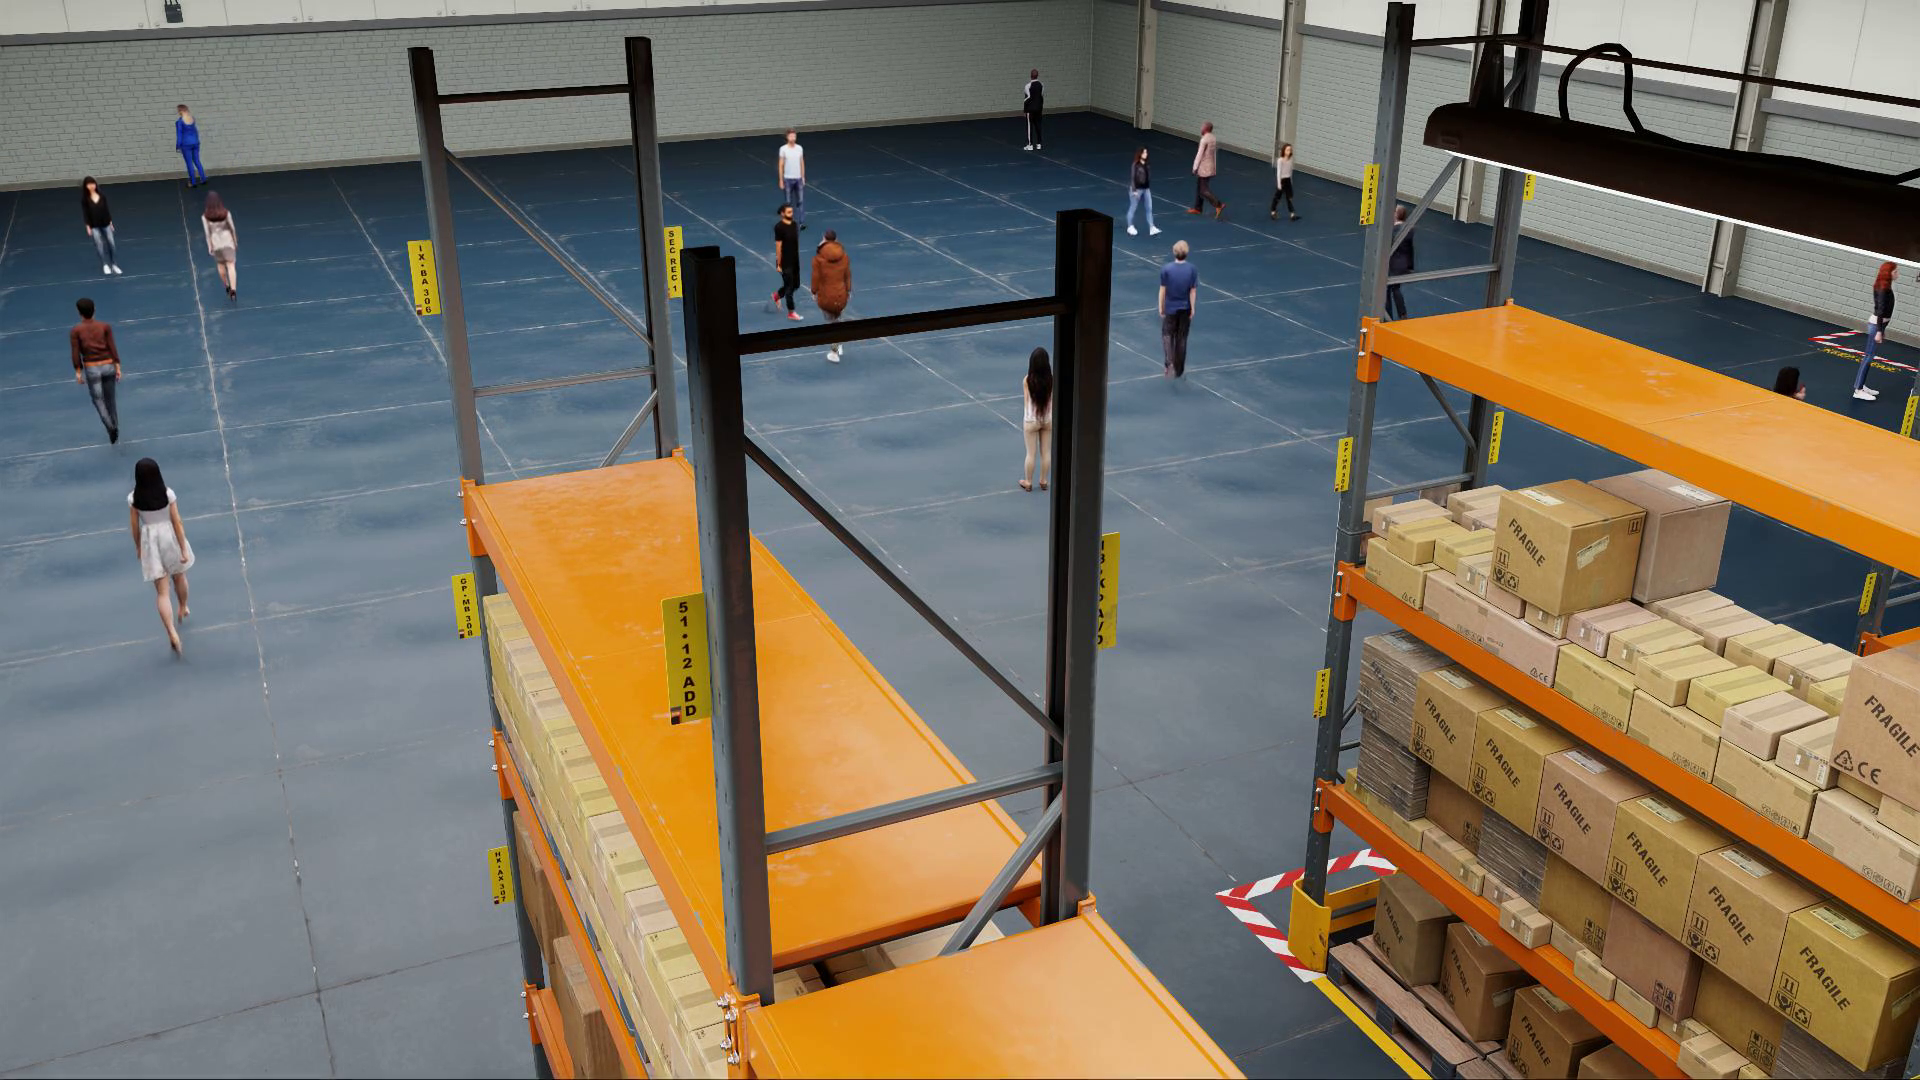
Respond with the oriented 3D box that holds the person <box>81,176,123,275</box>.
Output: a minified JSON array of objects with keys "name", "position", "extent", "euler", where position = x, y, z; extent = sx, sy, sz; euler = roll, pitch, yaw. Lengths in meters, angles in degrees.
[{"name":"person","position":[-14.317,-5.230,27.620],"extent":[0.697,1.632,0.783],"euler":[-19,29,-37]}]

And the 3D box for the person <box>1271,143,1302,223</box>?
[{"name":"person","position":[6.062,-6.736,31.408],"extent":[0.588,1.441,0.980],"euler":[-13,26,-27]}]

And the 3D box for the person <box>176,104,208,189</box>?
[{"name":"person","position":[-15.877,-8.139,34.380],"extent":[0.805,1.696,0.742],"euler":[8,24,19]}]

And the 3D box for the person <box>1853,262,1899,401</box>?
[{"name":"person","position":[11.863,-2.716,21.511],"extent":[0.691,1.787,0.664],"euler":[16,28,32]}]

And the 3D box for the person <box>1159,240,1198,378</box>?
[{"name":"person","position":[2.917,-3.039,22.183],"extent":[0.853,1.855,0.943],"euler":[1,23,2]}]

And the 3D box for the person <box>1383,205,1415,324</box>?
[{"name":"person","position":[6.459,-4.015,24.543],"extent":[0.694,1.803,0.672],"euler":[-10,25,-22]}]

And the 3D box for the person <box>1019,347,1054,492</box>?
[{"name":"person","position":[0.879,-1.323,18.406],"extent":[0.626,1.653,0.567],"euler":[-10,25,-23]}]

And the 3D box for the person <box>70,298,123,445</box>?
[{"name":"person","position":[-10.223,-1.980,19.815],"extent":[0.790,1.760,1.045],"euler":[-16,28,-34]}]

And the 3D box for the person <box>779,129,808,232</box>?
[{"name":"person","position":[-3.117,-6.622,30.651],"extent":[0.766,1.822,1.176],"euler":[-7,24,-15]}]

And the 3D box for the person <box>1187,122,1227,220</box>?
[{"name":"person","position":[4.738,-7.012,31.623],"extent":[1.213,1.778,1.048],"euler":[14,27,30]}]

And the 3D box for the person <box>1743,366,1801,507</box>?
[{"name":"person","position":[8.648,-1.049,17.782],"extent":[0.790,1.636,0.800],"euler":[-1,23,-3]}]

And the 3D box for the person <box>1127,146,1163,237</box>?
[{"name":"person","position":[3.224,-6.353,30.291],"extent":[0.774,1.608,1.056],"euler":[-15,27,-32]}]

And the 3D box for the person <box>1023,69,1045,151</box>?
[{"name":"person","position":[1.718,-9.986,38.553],"extent":[0.645,1.828,0.526],"euler":[-10,25,-23]}]

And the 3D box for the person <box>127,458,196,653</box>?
[{"name":"person","position":[-7.101,0.174,14.807],"extent":[0.675,1.715,1.212],"euler":[-8,24,-19]}]

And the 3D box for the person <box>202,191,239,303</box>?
[{"name":"person","position":[-11.436,-4.515,25.847],"extent":[0.655,1.704,1.135],"euler":[-8,24,-19]}]

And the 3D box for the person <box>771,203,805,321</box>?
[{"name":"person","position":[-2.648,-4.193,25.042],"extent":[1.043,1.741,0.900],"euler":[15,27,32]}]

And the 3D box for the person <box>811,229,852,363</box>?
[{"name":"person","position":[-1.725,-3.343,22.951],"extent":[0.725,1.814,0.755],"euler":[-13,26,-28]}]
